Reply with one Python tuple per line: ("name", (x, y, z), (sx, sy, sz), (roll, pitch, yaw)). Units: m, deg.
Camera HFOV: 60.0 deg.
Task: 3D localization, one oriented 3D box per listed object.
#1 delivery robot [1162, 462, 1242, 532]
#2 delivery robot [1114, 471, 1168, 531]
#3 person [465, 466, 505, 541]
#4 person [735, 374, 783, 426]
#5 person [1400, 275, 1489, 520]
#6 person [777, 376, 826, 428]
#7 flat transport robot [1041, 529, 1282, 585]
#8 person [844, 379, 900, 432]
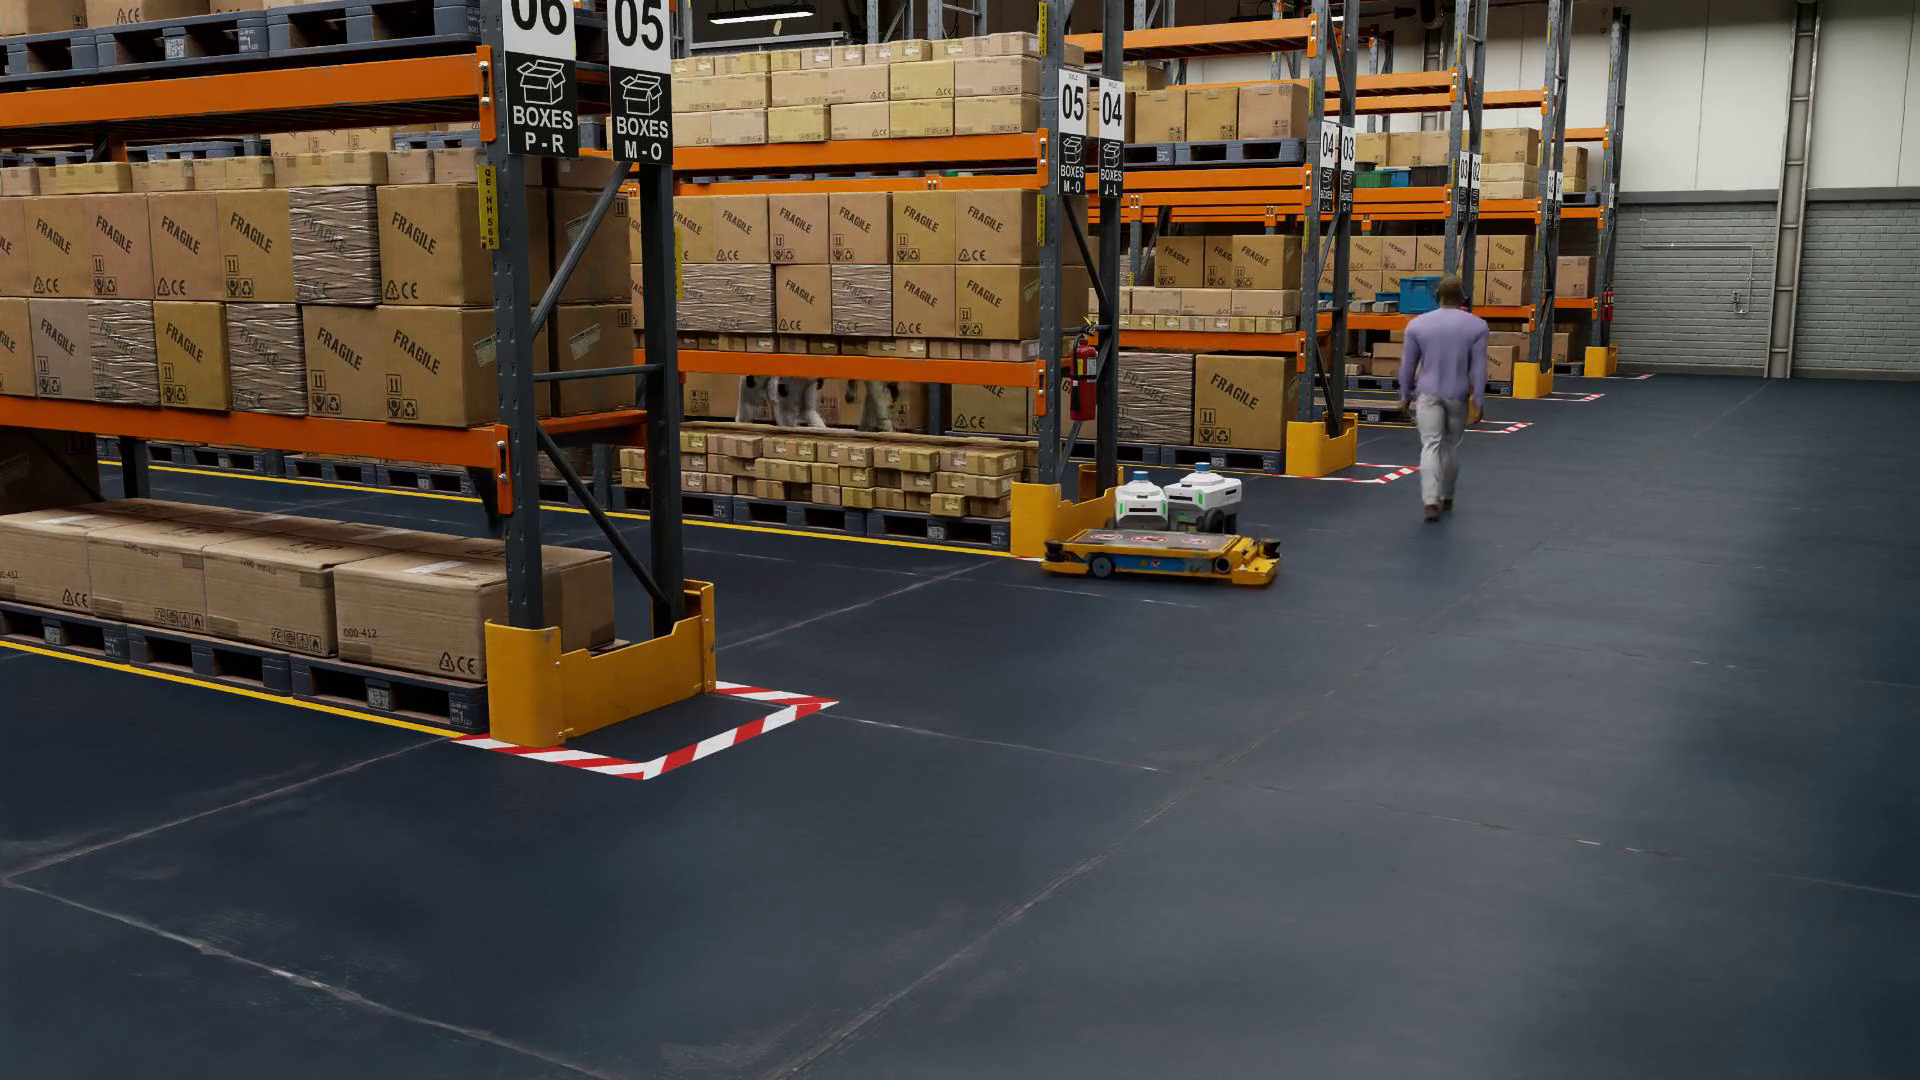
("delivery robot", (1.732, -0.312, 11.880), (0.477, 0.478, 0.707), (7, 12, 33))
("delivery robot", (1.237, -0.229, 11.392), (0.477, 0.478, 0.707), (1, 10, 4))
("person", (-3.151, -0.903, 11.446), (0.487, 1.979, 0.662), (6, 11, 30))
("person", (-2.032, -1.722, 16.795), (0.977, 1.785, 0.644), (8, 13, 41))
("person", (3.755, -1.112, 12.953), (0.647, 1.893, 1.011), (3, 10, 16))
("person", (-1.484, -1.545, 15.657), (0.579, 1.828, 0.641), (8, 13, 40))
("flat transport robot", (1.295, 0.090, 10.629), (1.431, 0.197, 0.652), (3, 10, 19))
("person", (-0.853, -1.413, 14.883), (0.941, 1.822, 0.555), (5, 11, 27))
